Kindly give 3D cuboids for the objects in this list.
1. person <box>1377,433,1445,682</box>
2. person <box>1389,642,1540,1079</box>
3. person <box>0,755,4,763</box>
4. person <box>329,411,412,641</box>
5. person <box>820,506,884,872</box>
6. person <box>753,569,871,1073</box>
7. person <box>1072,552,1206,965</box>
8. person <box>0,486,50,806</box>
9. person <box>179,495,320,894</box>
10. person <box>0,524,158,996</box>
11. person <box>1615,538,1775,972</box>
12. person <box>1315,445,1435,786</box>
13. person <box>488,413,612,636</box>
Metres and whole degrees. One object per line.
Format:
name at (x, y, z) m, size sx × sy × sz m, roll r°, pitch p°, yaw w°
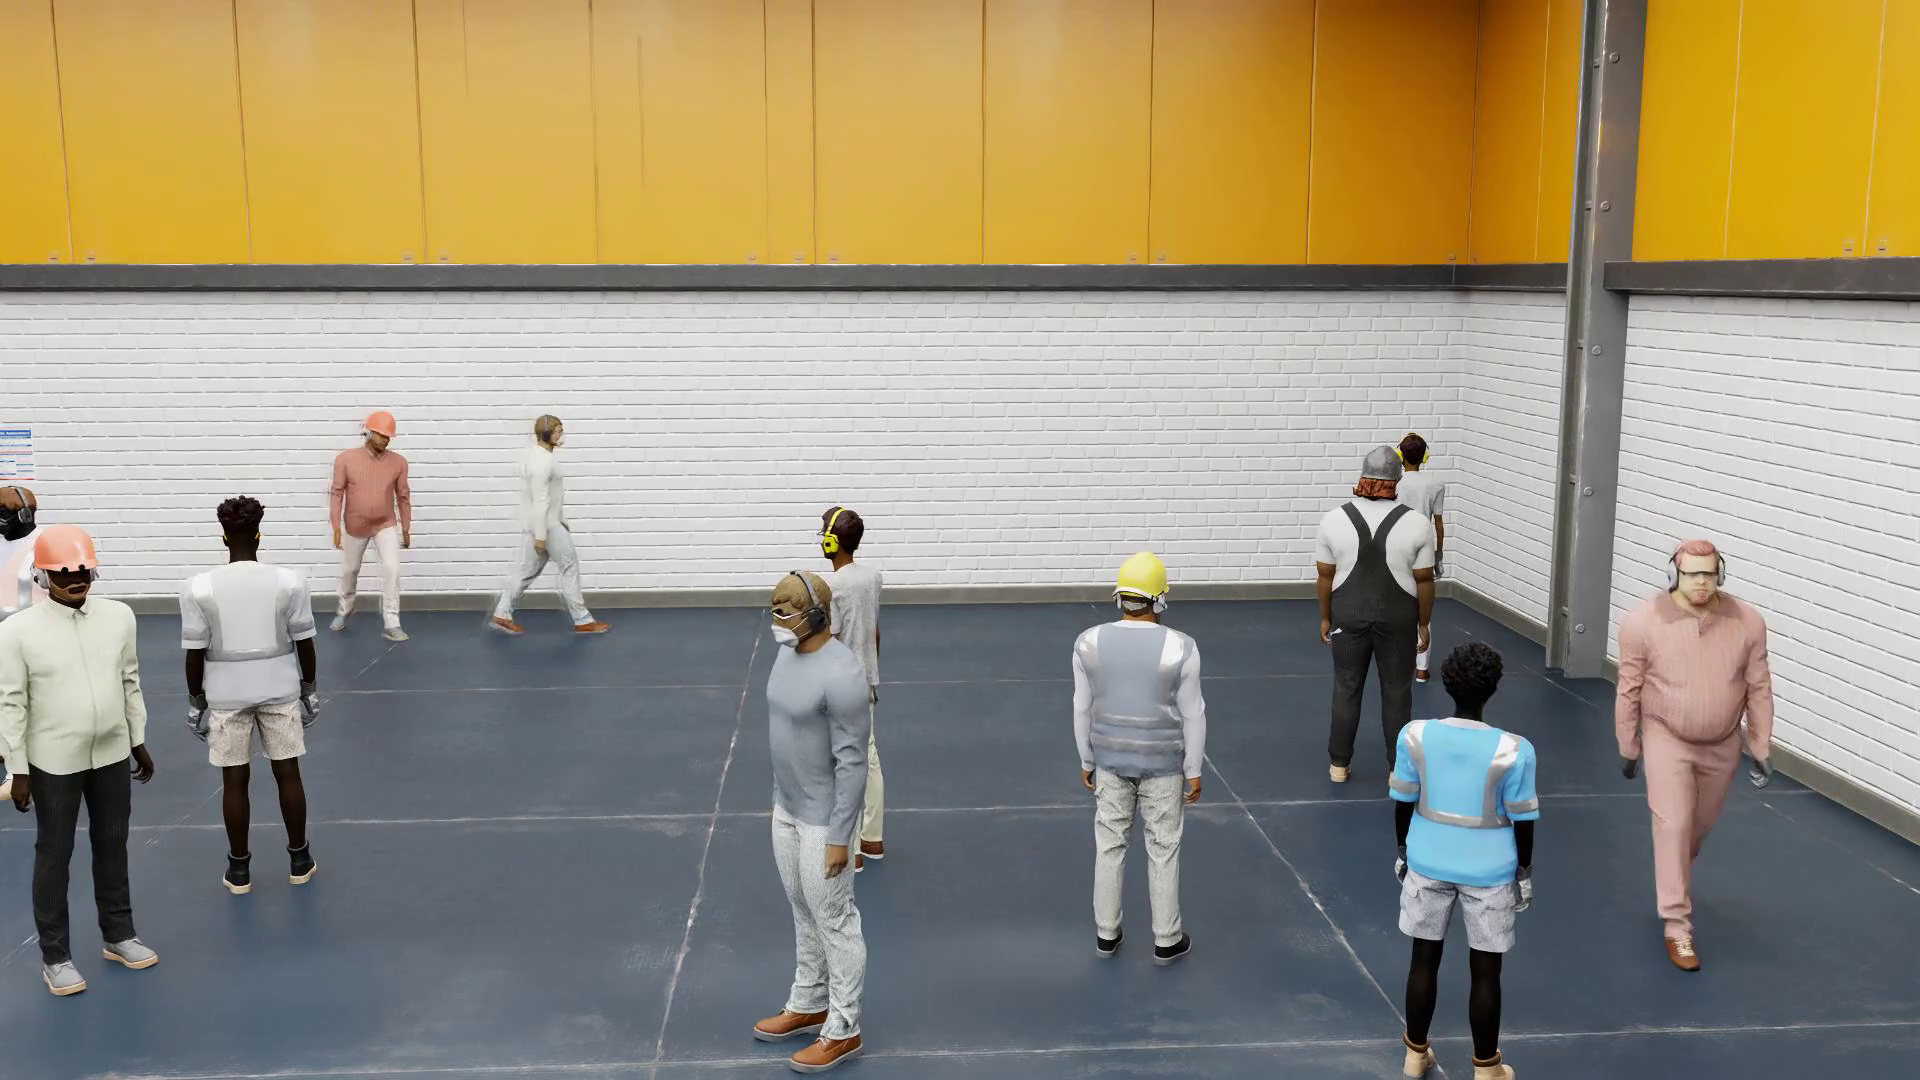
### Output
person at (3.344, 0.134, 12.418) m, size 0.533 × 1.866 × 0.315 m, roll 1°, pitch 9°, yaw 5°
person at (1.861, 1.215, 6.160) m, size 0.541 × 1.696 × 0.315 m, roll 6°, pitch 11°, yaw 32°
person at (-6.125, 0.451, 10.302) m, size 0.407 × 1.910 × 0.639 m, roll -9°, pitch 13°, yaw -44°
person at (-4.987, -0.143, 13.998) m, size 0.658 × 1.935 × 0.920 m, roll -5°, pitch 10°, yaw -29°
person at (-0.585, 0.759, 8.485) m, size 0.330 × 1.874 × 0.518 m, roll 5°, pitch 11°, yaw 31°
person at (-0.565, 1.061, 6.394) m, size 0.371 × 1.935 × 0.627 m, roll -5°, pitch 10°, yaw -30°
person at (0.796, 0.961, 7.335) m, size 0.589 × 1.833 × 0.404 m, roll 3°, pitch 10°, yaw 21°
person at (-5.372, 0.604, 9.555) m, size 0.626 × 1.842 × 0.429 m, roll 3°, pitch 10°, yaw 18°
person at (-3.489, 0.755, 8.210) m, size 0.614 × 1.962 × 0.365 m, roll -4°, pitch 10°, yaw -26°
person at (-3.760, 0.915, 7.113) m, size 0.386 × 1.992 × 0.624 m, roll 6°, pitch 11°, yaw 33°
person at (3.325, 0.902, 7.588) m, size 0.635 × 1.870 × 0.960 m, roll 1°, pitch 9°, yaw 4°
person at (2.480, 0.445, 9.920) m, size 0.689 × 2.000 × 0.539 m, roll 3°, pitch 10°, yaw 21°
person at (-3.506, -0.119, 13.936) m, size 1.000 × 1.899 × 0.636 m, roll -3°, pitch 9°, yaw -17°
